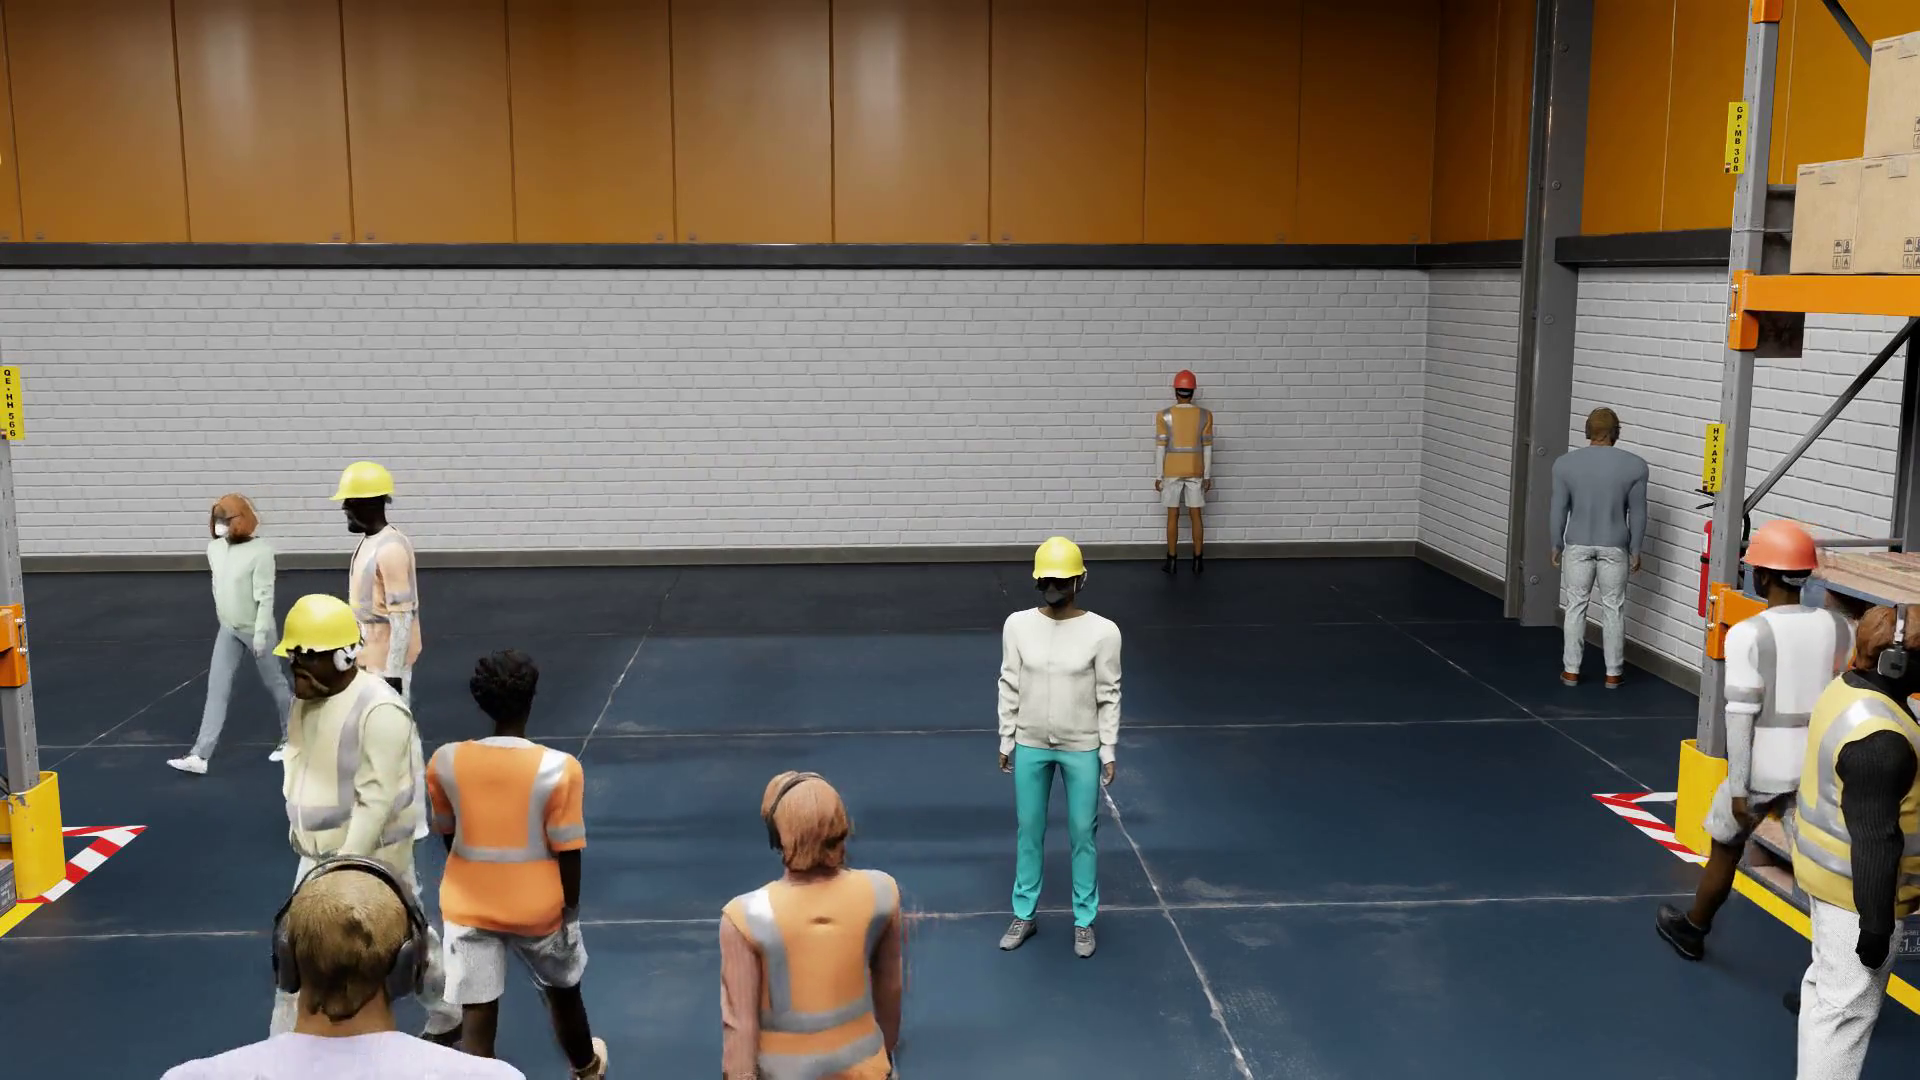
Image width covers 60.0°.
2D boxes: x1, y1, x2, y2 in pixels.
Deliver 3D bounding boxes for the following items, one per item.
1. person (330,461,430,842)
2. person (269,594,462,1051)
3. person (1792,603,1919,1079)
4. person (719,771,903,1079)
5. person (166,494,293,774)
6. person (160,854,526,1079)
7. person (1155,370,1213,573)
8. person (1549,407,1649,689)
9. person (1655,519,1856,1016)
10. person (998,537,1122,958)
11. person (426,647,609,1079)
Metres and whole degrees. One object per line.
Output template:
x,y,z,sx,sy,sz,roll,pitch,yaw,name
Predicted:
-2.879,0.566,8.261,0.381,1.924,0.593,-5,10,-29,person
-2.086,1.051,5.697,0.574,1.780,0.914,6,11,31,person
2.856,1.098,5.237,0.431,1.836,0.619,3,10,20,person
-0.367,1.374,4.247,0.537,1.592,0.878,-4,10,-26,person
-4.119,0.539,9.459,0.517,1.586,0.853,4,10,23,person
-0.977,1.455,2.689,0.635,1.922,0.756,-2,9,-10,person
2.120,-0.646,15.839,0.547,1.938,0.379,0,9,0,person
4.373,0.056,11.437,0.629,1.937,0.379,4,10,23,person
3.177,0.868,6.499,0.544,1.892,1.010,-1,9,-8,person
0.406,0.859,6.928,0.523,1.769,0.313,3,9,16,person
-1.428,1.159,5.404,0.531,1.652,0.838,0,9,2,person
